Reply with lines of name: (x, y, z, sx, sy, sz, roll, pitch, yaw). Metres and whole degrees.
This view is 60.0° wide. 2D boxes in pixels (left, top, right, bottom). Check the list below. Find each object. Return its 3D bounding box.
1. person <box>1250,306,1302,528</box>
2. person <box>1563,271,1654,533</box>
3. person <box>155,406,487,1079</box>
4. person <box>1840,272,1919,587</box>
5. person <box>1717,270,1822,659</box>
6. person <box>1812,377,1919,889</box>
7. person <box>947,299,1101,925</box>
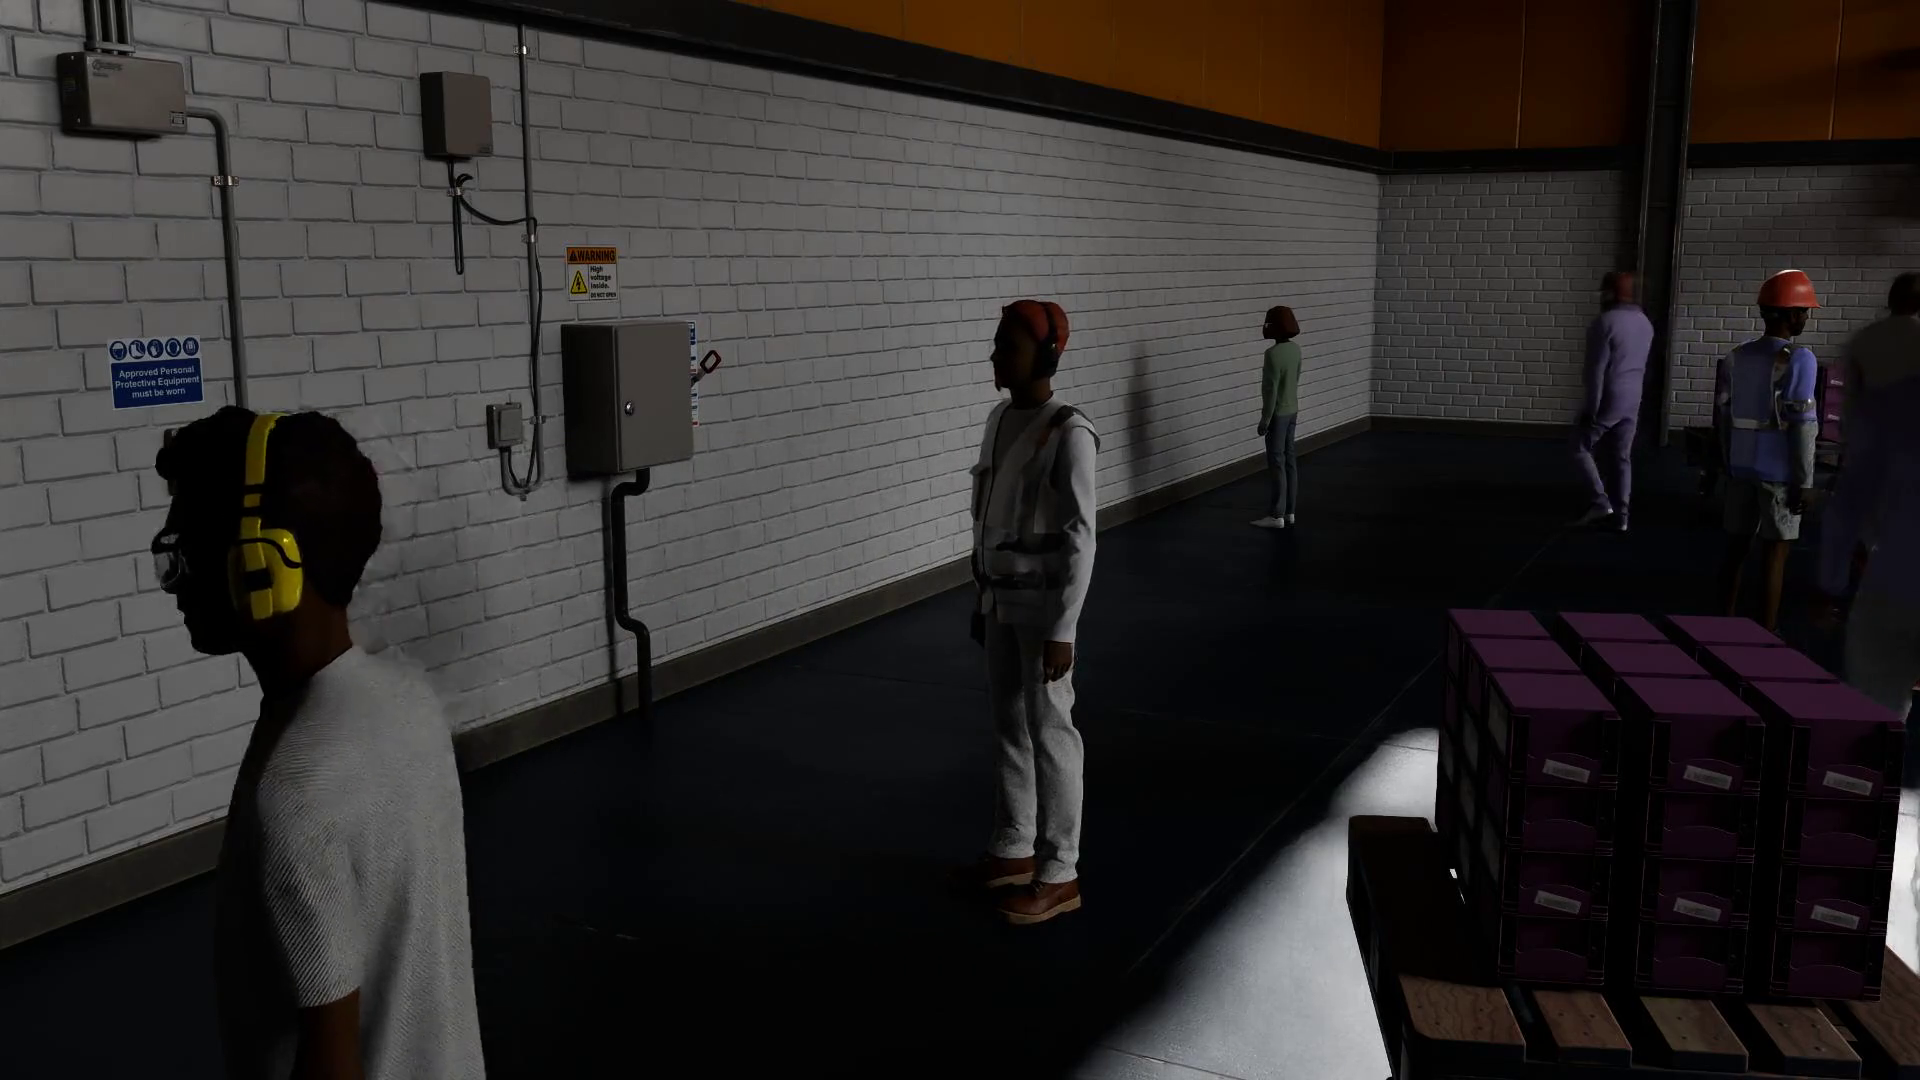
person: (2.352, -0.907, 12.303, 0.282, 1.633, 0.500, 6, 12, 33)
person: (4.684, -0.985, 12.020, 0.675, 1.889, 0.454, -6, 12, -33)
person: (-0.768, 0.767, 1.977, 0.476, 1.851, 0.534, 0, 10, -2)
person: (5.518, -0.632, 9.894, 0.713, 1.916, 0.622, -5, 11, -27)
person: (3.985, -0.346, 8.175, 0.357, 1.937, 0.551, -3, 10, -19)
person: (2.962, 0.205, 5.138, 0.781, 1.904, 0.358, 9, 13, 42)
person: (0.199, 0.216, 5.081, 0.355, 1.885, 0.575, -5, 11, -28)
